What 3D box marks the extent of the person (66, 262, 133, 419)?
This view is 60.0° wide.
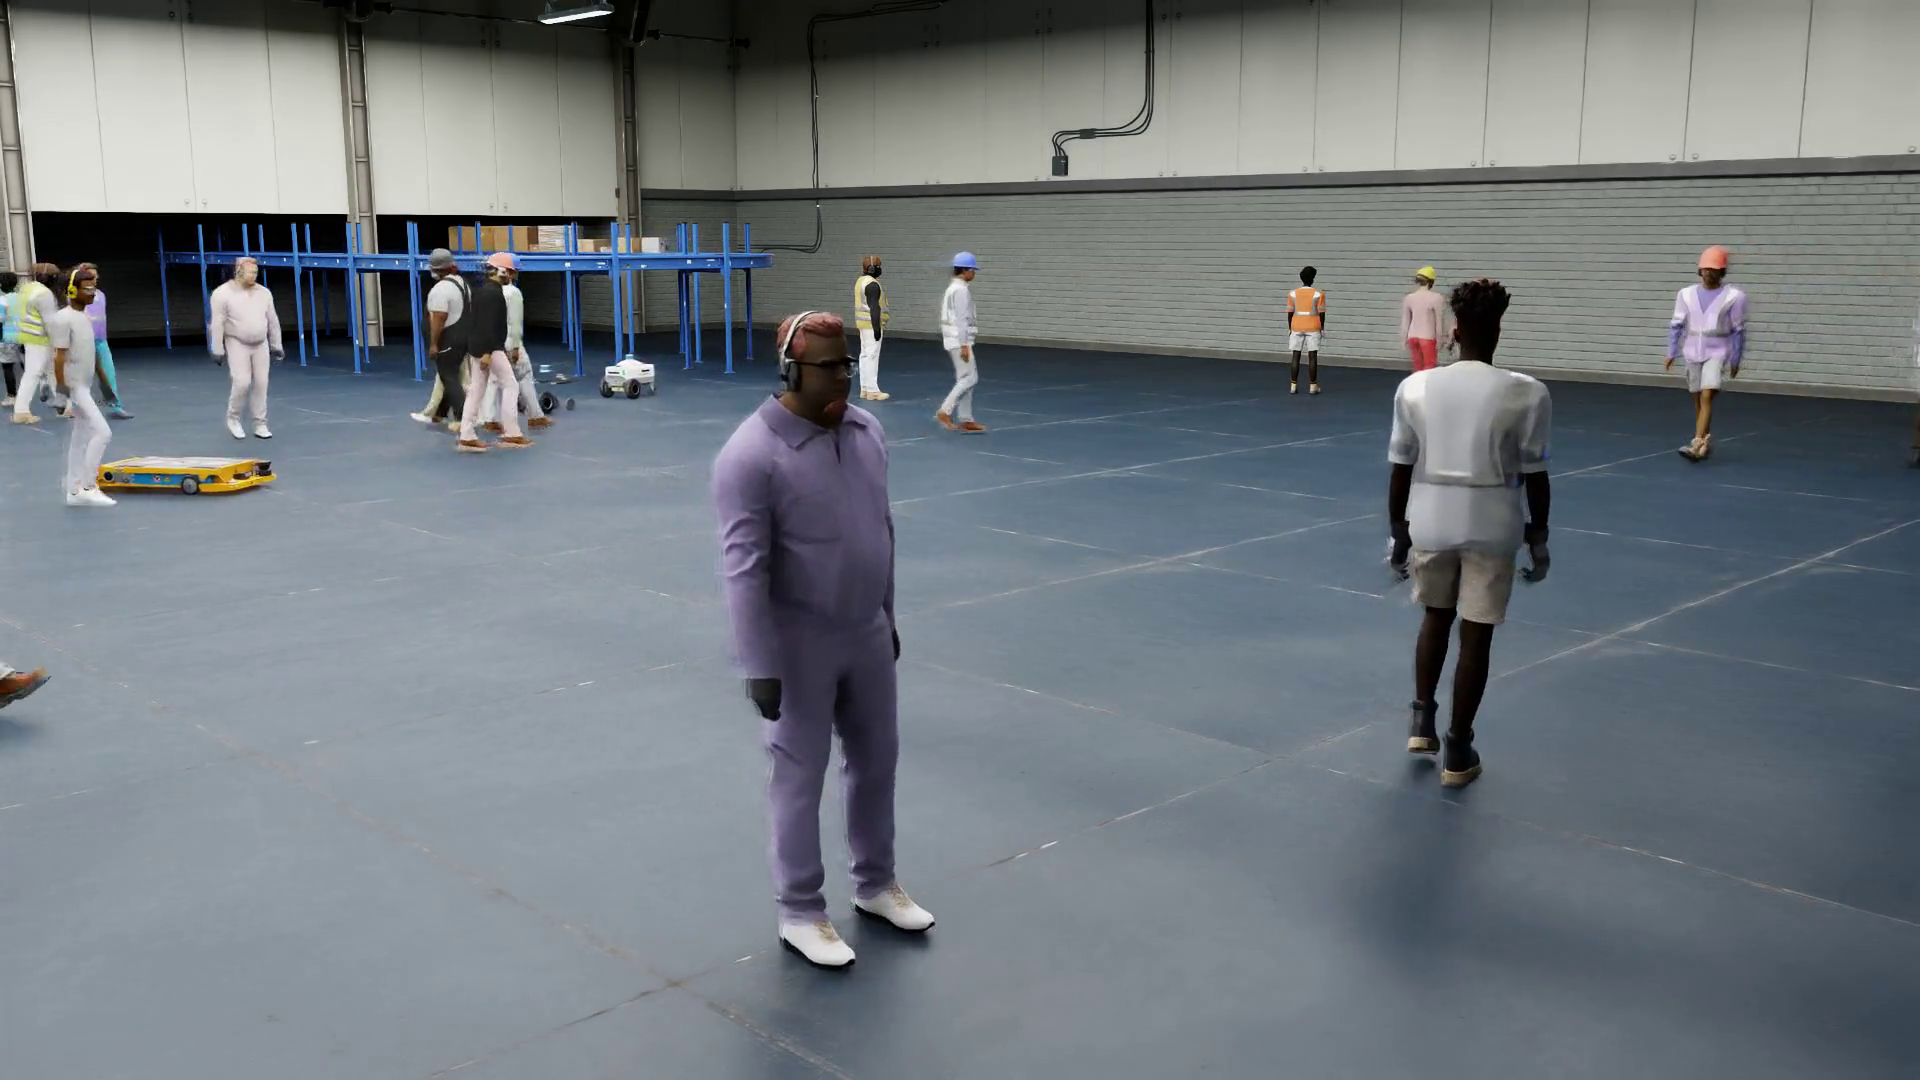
[{"bbox_3d":[-10.105,-2.306,19.240,0.915,1.816,0.579,3,11,14],"label":"person"}]

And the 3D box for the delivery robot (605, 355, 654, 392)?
[{"bbox_3d":[-4.356,-2.202,21.952,0.477,0.478,0.707,5,12,25],"label":"delivery robot"}]

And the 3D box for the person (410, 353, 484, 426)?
[{"bbox_3d":[-5.691,-2.043,18.404,0.850,1.582,0.548,1,10,6],"label":"person"}]

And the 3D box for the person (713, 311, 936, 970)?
[{"bbox_3d":[-0.396,0.284,4.878,0.437,1.898,0.682,9,14,40],"label":"person"}]

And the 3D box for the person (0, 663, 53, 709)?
[{"bbox_3d":[-4.505,-0.167,7.321,0.957,1.896,0.656,-1,10,-5],"label":"person"}]

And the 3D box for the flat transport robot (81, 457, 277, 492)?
[{"bbox_3d":[-6.611,-0.562,14.037,1.431,0.197,0.652,2,10,8],"label":"flat transport robot"}]

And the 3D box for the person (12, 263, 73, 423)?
[{"bbox_3d":[-10.410,-2.242,18.921,0.900,1.792,0.650,-8,13,-37],"label":"person"}]

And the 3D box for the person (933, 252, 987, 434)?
[{"bbox_3d":[0.024,-2.086,17.678,0.519,1.933,0.663,-1,10,-4],"label":"person"}]

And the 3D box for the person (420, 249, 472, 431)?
[{"bbox_3d":[-5.671,-2.201,18.148,0.779,2.000,0.729,1,10,7],"label":"person"}]

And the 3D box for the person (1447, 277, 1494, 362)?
[{"bbox_3d":[6.074,-2.294,19.687,0.528,1.602,0.694,8,13,39],"label":"person"}]

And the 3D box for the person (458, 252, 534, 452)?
[{"bbox_3d":[-4.635,-1.855,16.422,0.872,1.929,0.613,-8,13,-36],"label":"person"}]

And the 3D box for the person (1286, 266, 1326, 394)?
[{"bbox_3d":[4.646,-2.815,22.319,0.537,1.696,0.318,5,11,25],"label":"person"}]

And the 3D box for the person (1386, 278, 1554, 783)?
[{"bbox_3d":[2.001,-0.039,6.508,0.603,1.950,0.503,7,13,35],"label":"person"}]

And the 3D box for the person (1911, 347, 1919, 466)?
[{"bbox_3d":[8.976,-1.616,15.189,0.473,1.910,0.574,1,10,4],"label":"person"}]

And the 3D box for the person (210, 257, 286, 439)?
[{"bbox_3d":[-7.414,-2.003,17.360,0.453,1.889,0.686,8,13,37],"label":"person"}]

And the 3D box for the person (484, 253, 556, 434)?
[{"bbox_3d":[-4.789,-2.116,17.895,0.628,1.905,0.905,8,13,38],"label":"person"}]

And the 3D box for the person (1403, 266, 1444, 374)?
[{"bbox_3d":[5.569,-2.445,20.148,0.576,1.745,0.521,-8,13,-39],"label":"person"}]

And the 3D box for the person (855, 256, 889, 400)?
[{"bbox_3d":[-1.136,-2.753,21.585,0.429,1.842,0.633,-3,11,-18],"label":"person"}]

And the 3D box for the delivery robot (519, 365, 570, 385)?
[{"bbox_3d":[-5.029,-1.998,20.126,0.335,0.223,0.698,6,12,29],"label":"delivery robot"}]

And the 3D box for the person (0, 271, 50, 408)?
[{"bbox_3d":[-11.596,-2.472,20.469,0.628,1.681,0.542,5,11,25],"label":"person"}]

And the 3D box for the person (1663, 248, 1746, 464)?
[{"bbox_3d":[6.923,-1.712,15.489,1.100,1.979,0.612,-10,14,-43],"label":"person"}]

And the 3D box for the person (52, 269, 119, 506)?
[{"bbox_3d":[-6.814,-1.182,13.005,0.575,1.848,0.525,-2,11,-13],"label":"person"}]
